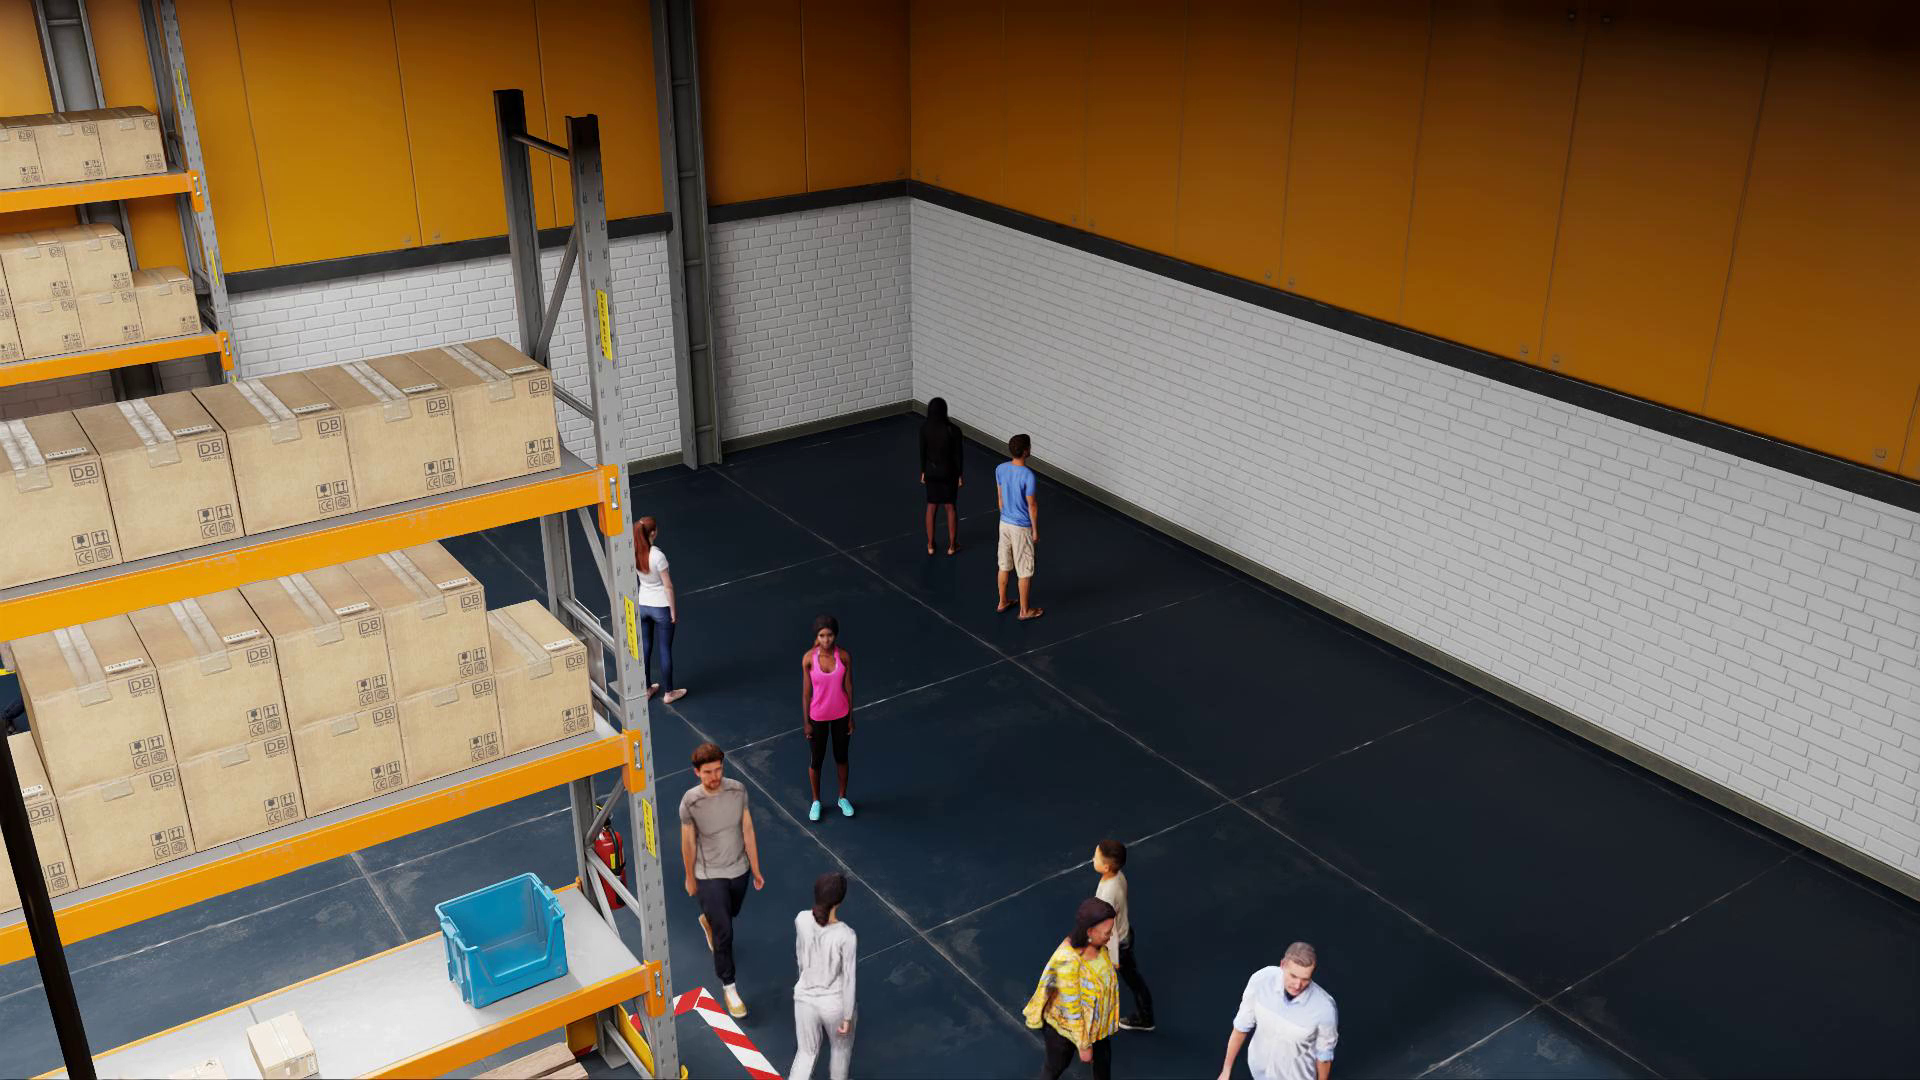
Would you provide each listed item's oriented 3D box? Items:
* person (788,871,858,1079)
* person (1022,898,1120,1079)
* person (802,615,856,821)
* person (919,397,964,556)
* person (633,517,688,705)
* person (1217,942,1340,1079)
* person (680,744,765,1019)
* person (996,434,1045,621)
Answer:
[{"bbox_3d":[-0.825,2.744,9.657,0.922,1.745,1.100,10,26,22],"label":"person"},{"bbox_3d":[0.596,2.786,9.723,0.939,1.616,0.947,17,29,34],"label":"person"},{"bbox_3d":[-1.016,1.354,12.863,0.597,1.724,0.692,-5,24,-11],"label":"person"},{"bbox_3d":[-0.200,-0.685,17.532,0.663,1.720,0.720,4,24,9],"label":"person"},{"bbox_3d":[-2.684,0.611,14.544,0.652,1.740,0.686,9,25,19],"label":"person"},{"bbox_3d":[1.821,2.910,9.246,0.840,1.769,1.248,21,31,40],"label":"person"},{"bbox_3d":[-1.594,2.123,10.931,1.125,1.863,0.755,-14,27,-28],"label":"person"},{"bbox_3d":[0.554,-0.142,16.112,0.688,1.864,0.627,20,31,39],"label":"person"}]
